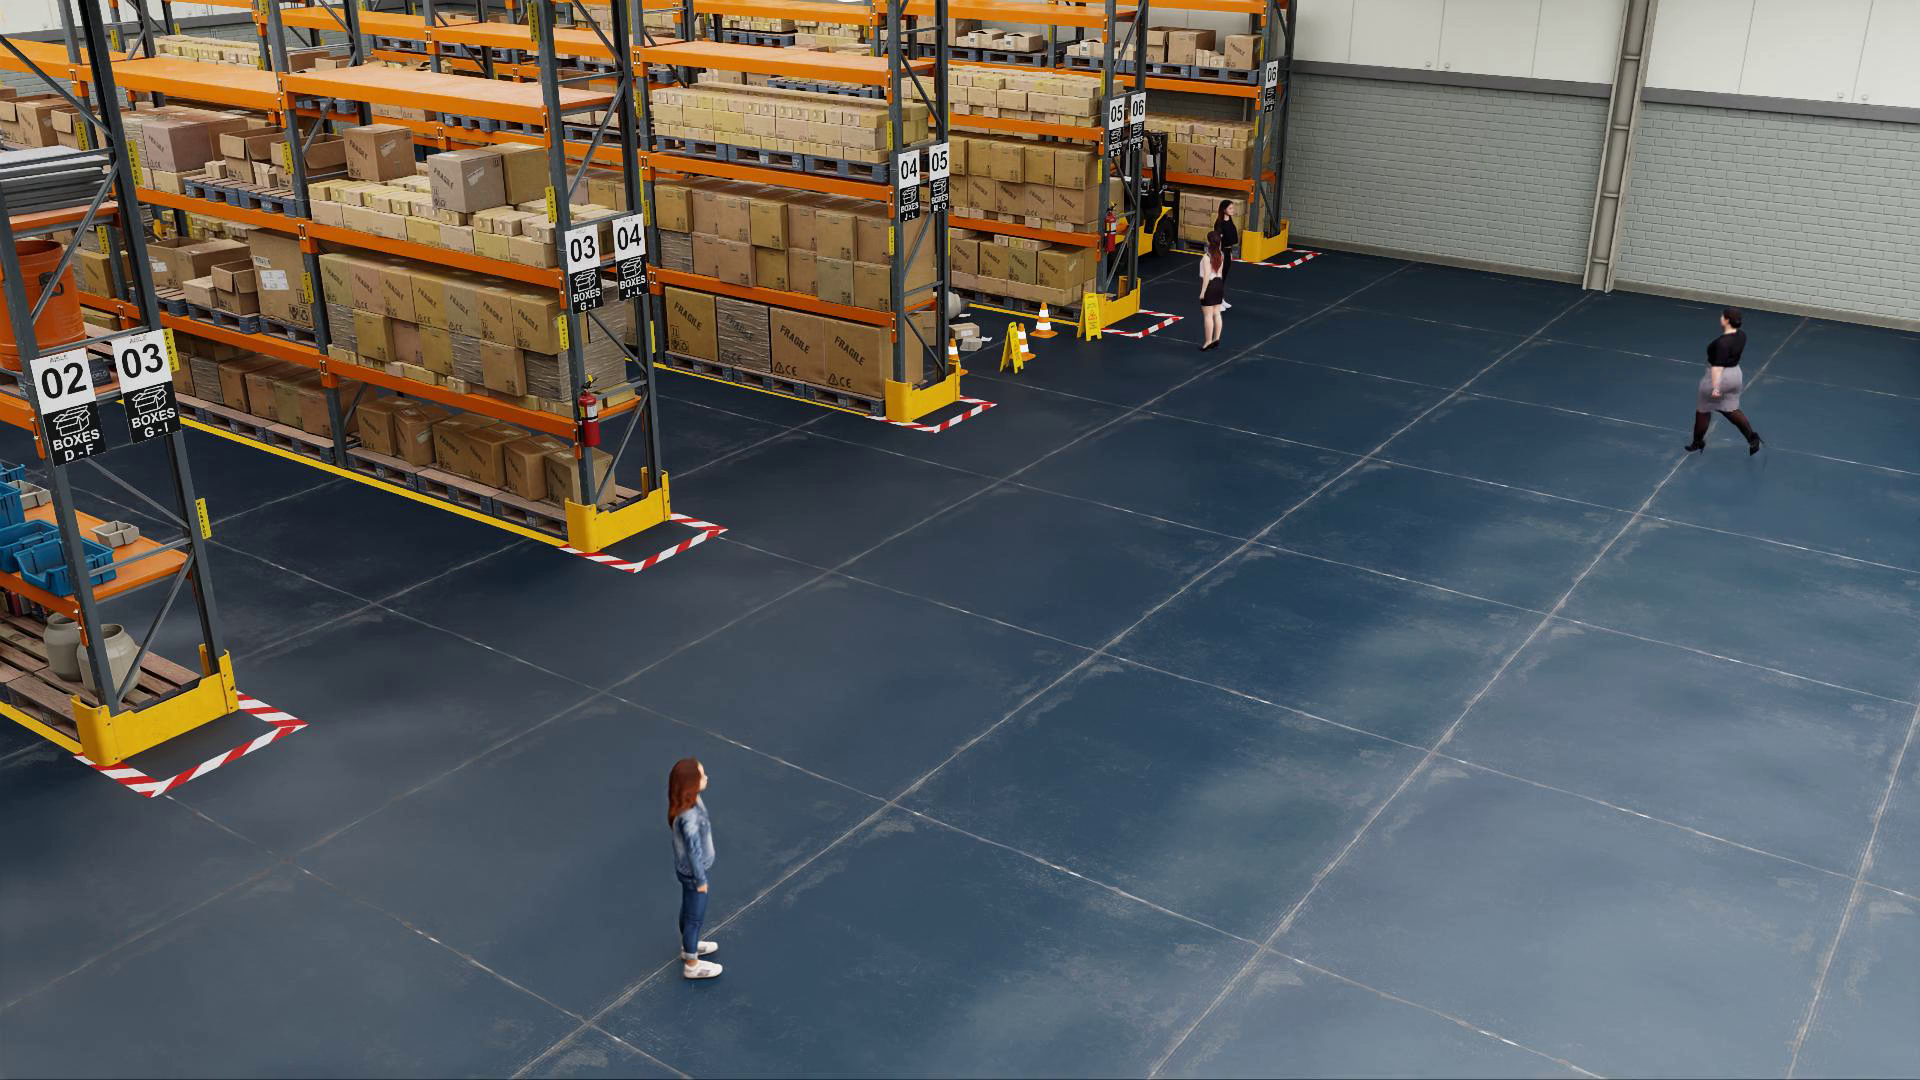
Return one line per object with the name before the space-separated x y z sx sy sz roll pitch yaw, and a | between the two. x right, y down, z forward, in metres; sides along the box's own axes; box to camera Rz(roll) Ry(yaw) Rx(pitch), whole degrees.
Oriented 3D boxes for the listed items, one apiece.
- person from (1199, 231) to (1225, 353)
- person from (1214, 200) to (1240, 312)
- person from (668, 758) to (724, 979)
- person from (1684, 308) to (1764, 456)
person | 3.427 -3.388 22.638 0.585 1.648 0.564 -21 30 -39
person | 3.892 -4.230 24.630 0.578 1.639 0.606 14 27 29
person | -1.647 1.997 10.197 0.680 1.474 0.607 -6 24 -13
person | 8.614 -1.715 18.591 0.916 1.736 1.173 -15 27 -31
